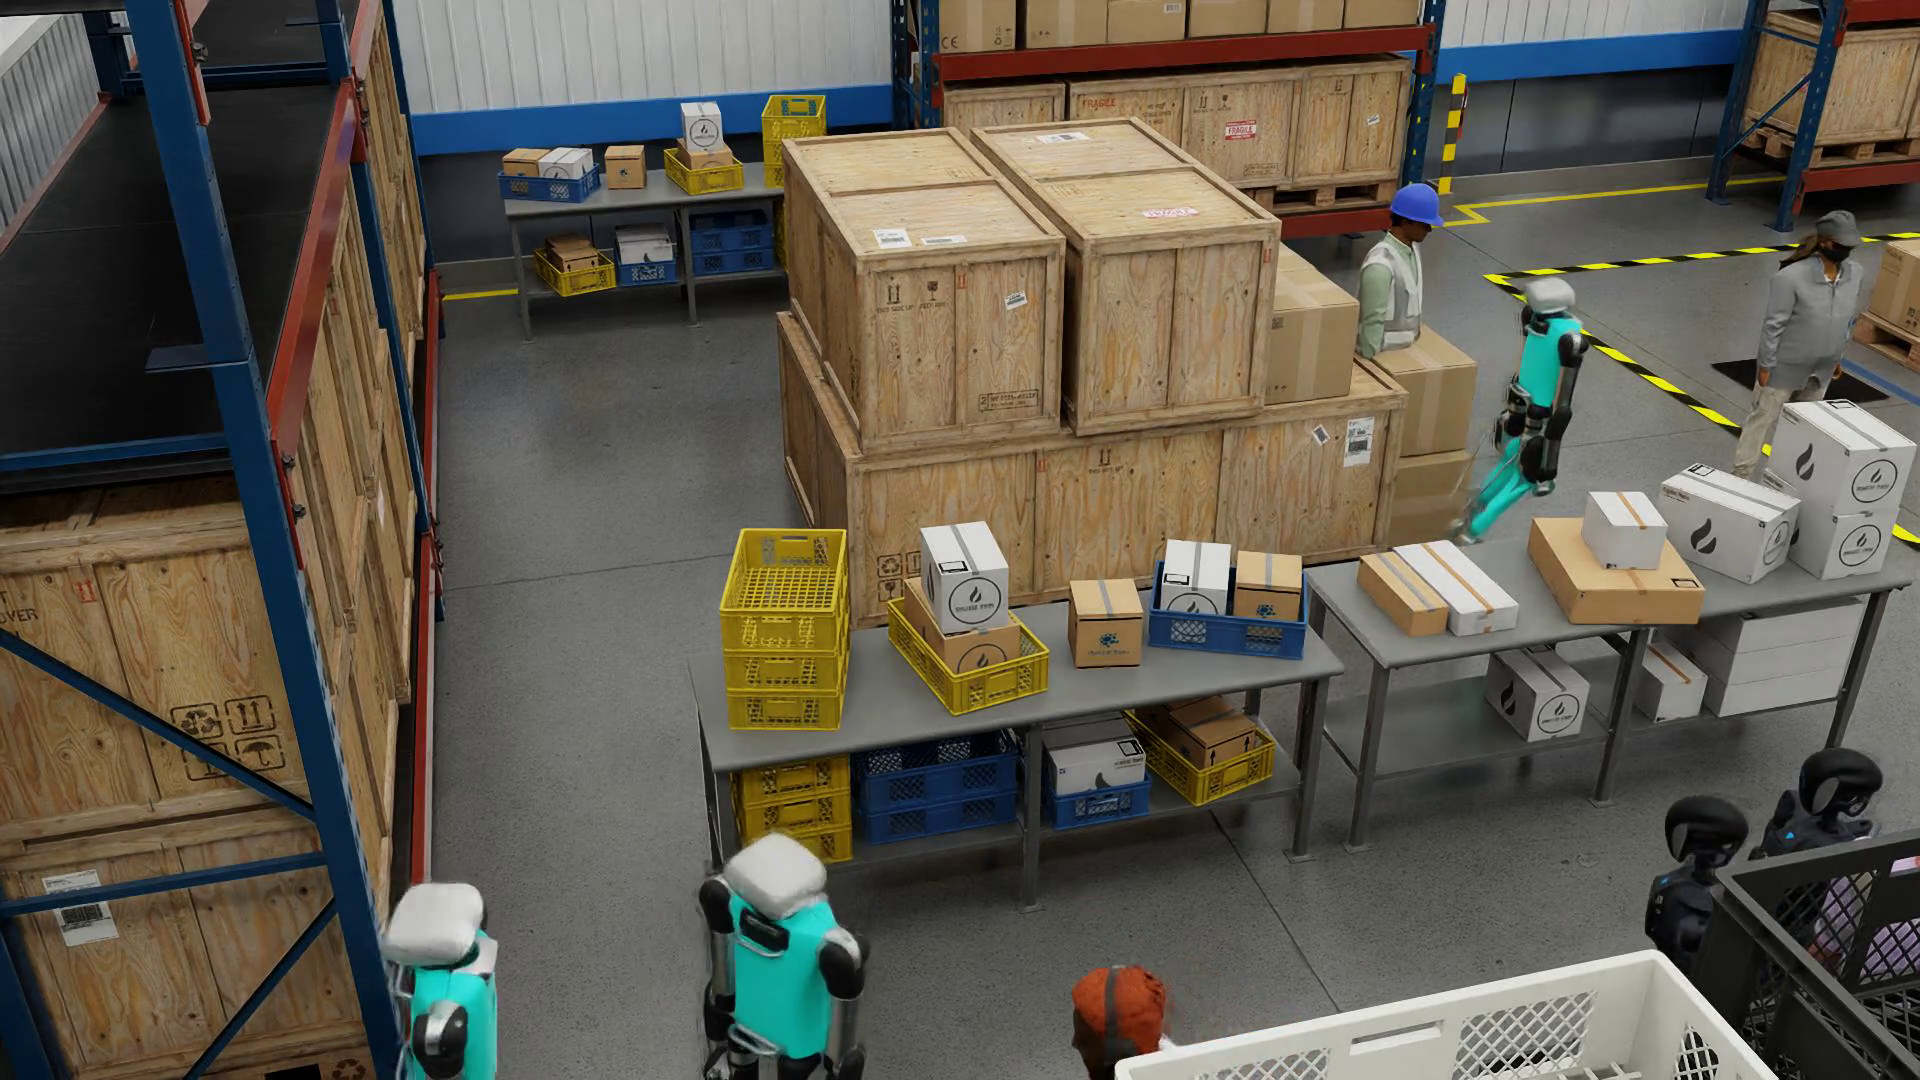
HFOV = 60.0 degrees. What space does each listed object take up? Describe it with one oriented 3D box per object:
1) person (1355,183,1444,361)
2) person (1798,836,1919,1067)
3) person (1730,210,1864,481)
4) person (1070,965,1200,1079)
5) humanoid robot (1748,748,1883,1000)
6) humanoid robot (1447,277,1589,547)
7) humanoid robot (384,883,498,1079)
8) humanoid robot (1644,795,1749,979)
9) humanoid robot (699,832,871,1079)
[{"bbox_3d":[2.385,-1.046,9.298,0.416,1.932,0.613,18,33,29],"label":"person"},{"bbox_3d":[2.633,1.451,4.665,0.404,2.031,0.607,-19,34,-31],"label":"person"},{"bbox_3d":[4.730,-1.011,9.394,0.571,1.768,0.399,-7,30,-13],"label":"person"},{"bbox_3d":[0.524,1.831,4.154,0.541,1.851,0.617,-4,29,-6],"label":"person"},{"bbox_3d":[2.504,1.362,5.183,0.423,1.654,0.603,1,29,1],"label":"humanoid robot"},{"bbox_3d":[2.672,-0.395,8.401,0.684,1.870,0.531,-3,29,-6],"label":"humanoid robot"},{"bbox_3d":[-1.595,1.706,4.562,1.013,1.774,0.530,-4,29,-7],"label":"humanoid robot"},{"bbox_3d":[2.191,1.467,5.003,0.401,1.643,0.589,13,31,22],"label":"humanoid robot"},{"bbox_3d":[-0.597,1.681,4.562,0.540,1.796,0.679,19,34,31],"label":"humanoid robot"}]
